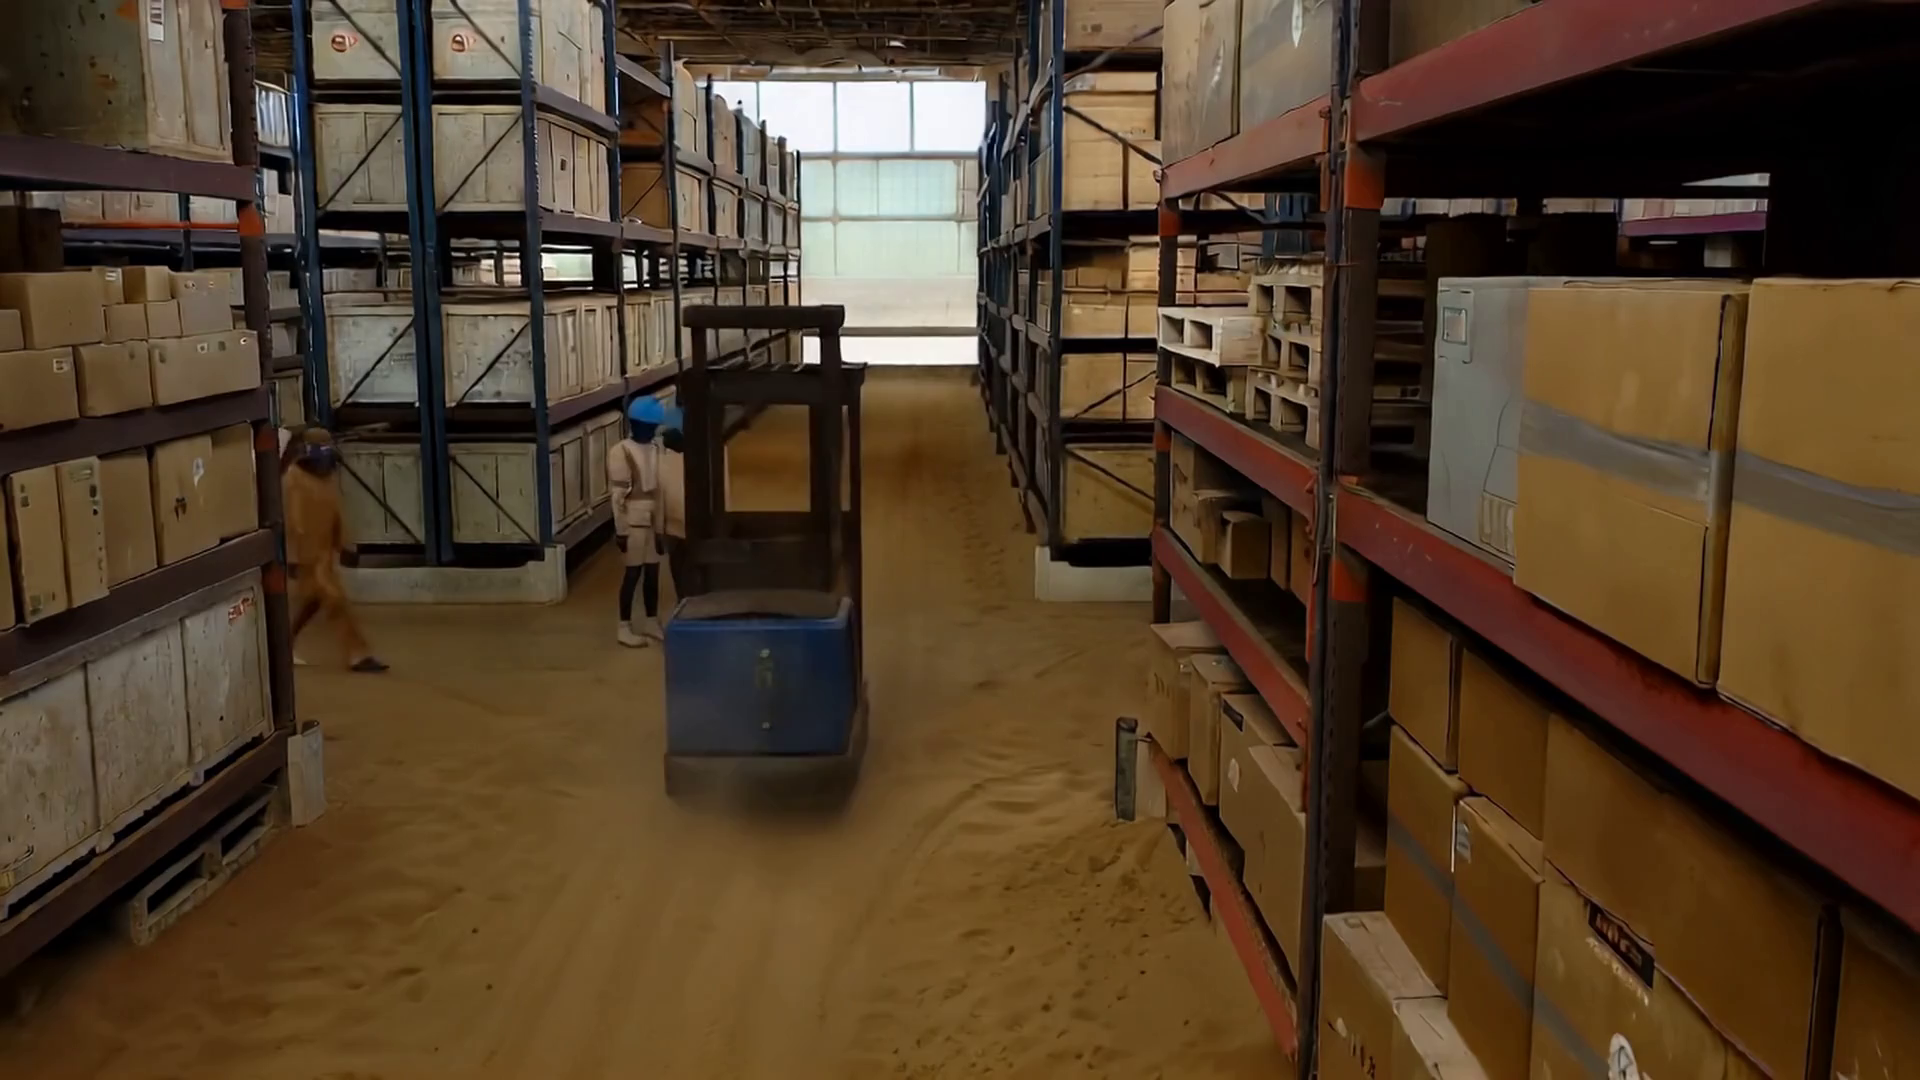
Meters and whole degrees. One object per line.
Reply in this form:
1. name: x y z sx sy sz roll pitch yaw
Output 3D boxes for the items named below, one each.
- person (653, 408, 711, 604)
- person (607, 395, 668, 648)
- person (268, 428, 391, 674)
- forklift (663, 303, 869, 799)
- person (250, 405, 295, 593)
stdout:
1. person: -2.116 -0.072 13.157 0.667 1.951 0.621 4 10 24
2. person: -2.541 -0.147 13.369 0.410 2.032 0.603 5 11 30
3. person: -4.823 0.080 12.515 1.016 1.859 0.659 1 9 6
4. forklift: -1.153 -0.026 10.017 1.129 2.768 1.873 0 9 -1
5. person: -6.593 -0.422 15.757 0.556 1.807 0.897 0 9 -1
